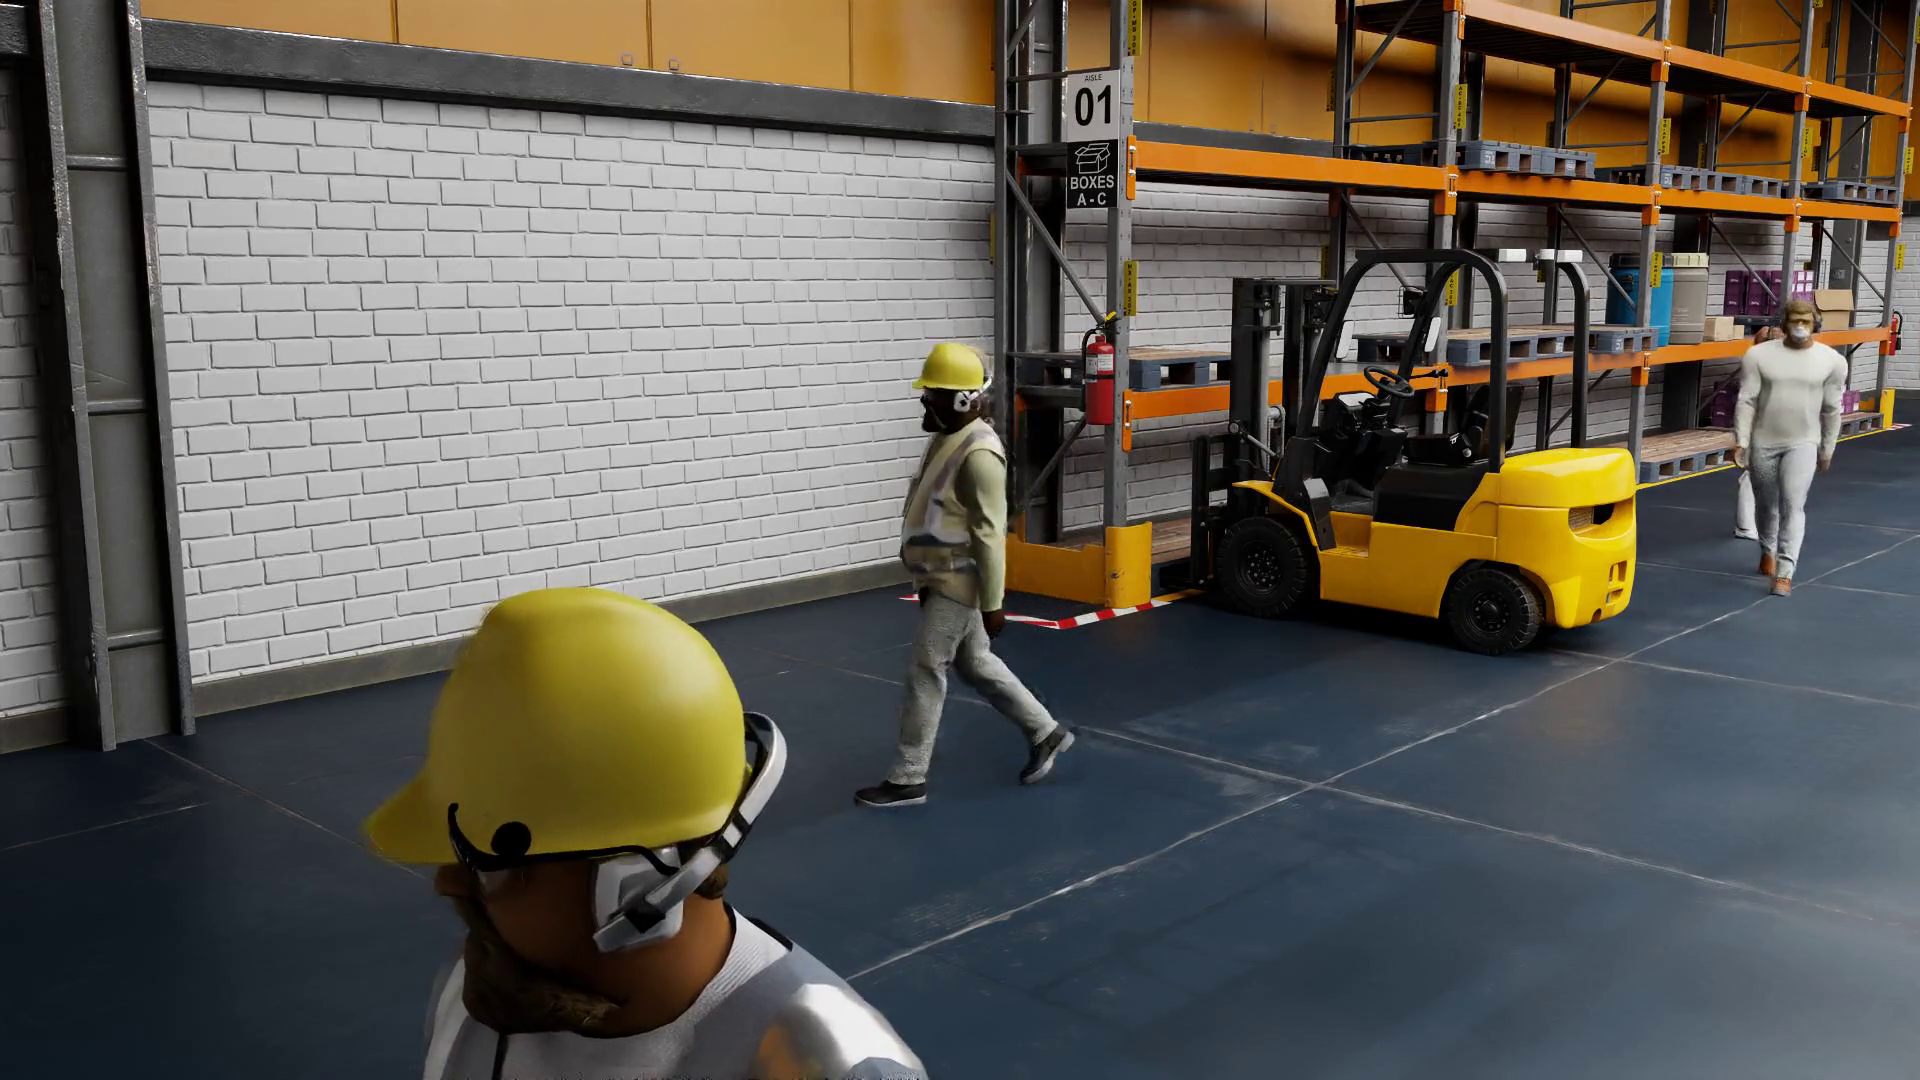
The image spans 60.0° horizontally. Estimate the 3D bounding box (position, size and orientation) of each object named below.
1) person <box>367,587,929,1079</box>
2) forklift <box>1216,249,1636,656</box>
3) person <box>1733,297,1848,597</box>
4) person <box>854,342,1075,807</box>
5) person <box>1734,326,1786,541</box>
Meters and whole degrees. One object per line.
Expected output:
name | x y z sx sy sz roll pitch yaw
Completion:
person | -0.267 0.935 1.427 0.592 1.828 0.404 8 12 39
forklift | 2.710 -0.584 9.626 2.313 2.155 1.214 9 13 43
person | 5.404 -0.633 10.855 0.627 1.905 1.005 6 11 31
person | 0.039 0.129 6.461 0.878 1.804 0.594 -2 9 -12
person | 6.142 -0.820 12.767 0.312 1.639 0.520 5 10 26
